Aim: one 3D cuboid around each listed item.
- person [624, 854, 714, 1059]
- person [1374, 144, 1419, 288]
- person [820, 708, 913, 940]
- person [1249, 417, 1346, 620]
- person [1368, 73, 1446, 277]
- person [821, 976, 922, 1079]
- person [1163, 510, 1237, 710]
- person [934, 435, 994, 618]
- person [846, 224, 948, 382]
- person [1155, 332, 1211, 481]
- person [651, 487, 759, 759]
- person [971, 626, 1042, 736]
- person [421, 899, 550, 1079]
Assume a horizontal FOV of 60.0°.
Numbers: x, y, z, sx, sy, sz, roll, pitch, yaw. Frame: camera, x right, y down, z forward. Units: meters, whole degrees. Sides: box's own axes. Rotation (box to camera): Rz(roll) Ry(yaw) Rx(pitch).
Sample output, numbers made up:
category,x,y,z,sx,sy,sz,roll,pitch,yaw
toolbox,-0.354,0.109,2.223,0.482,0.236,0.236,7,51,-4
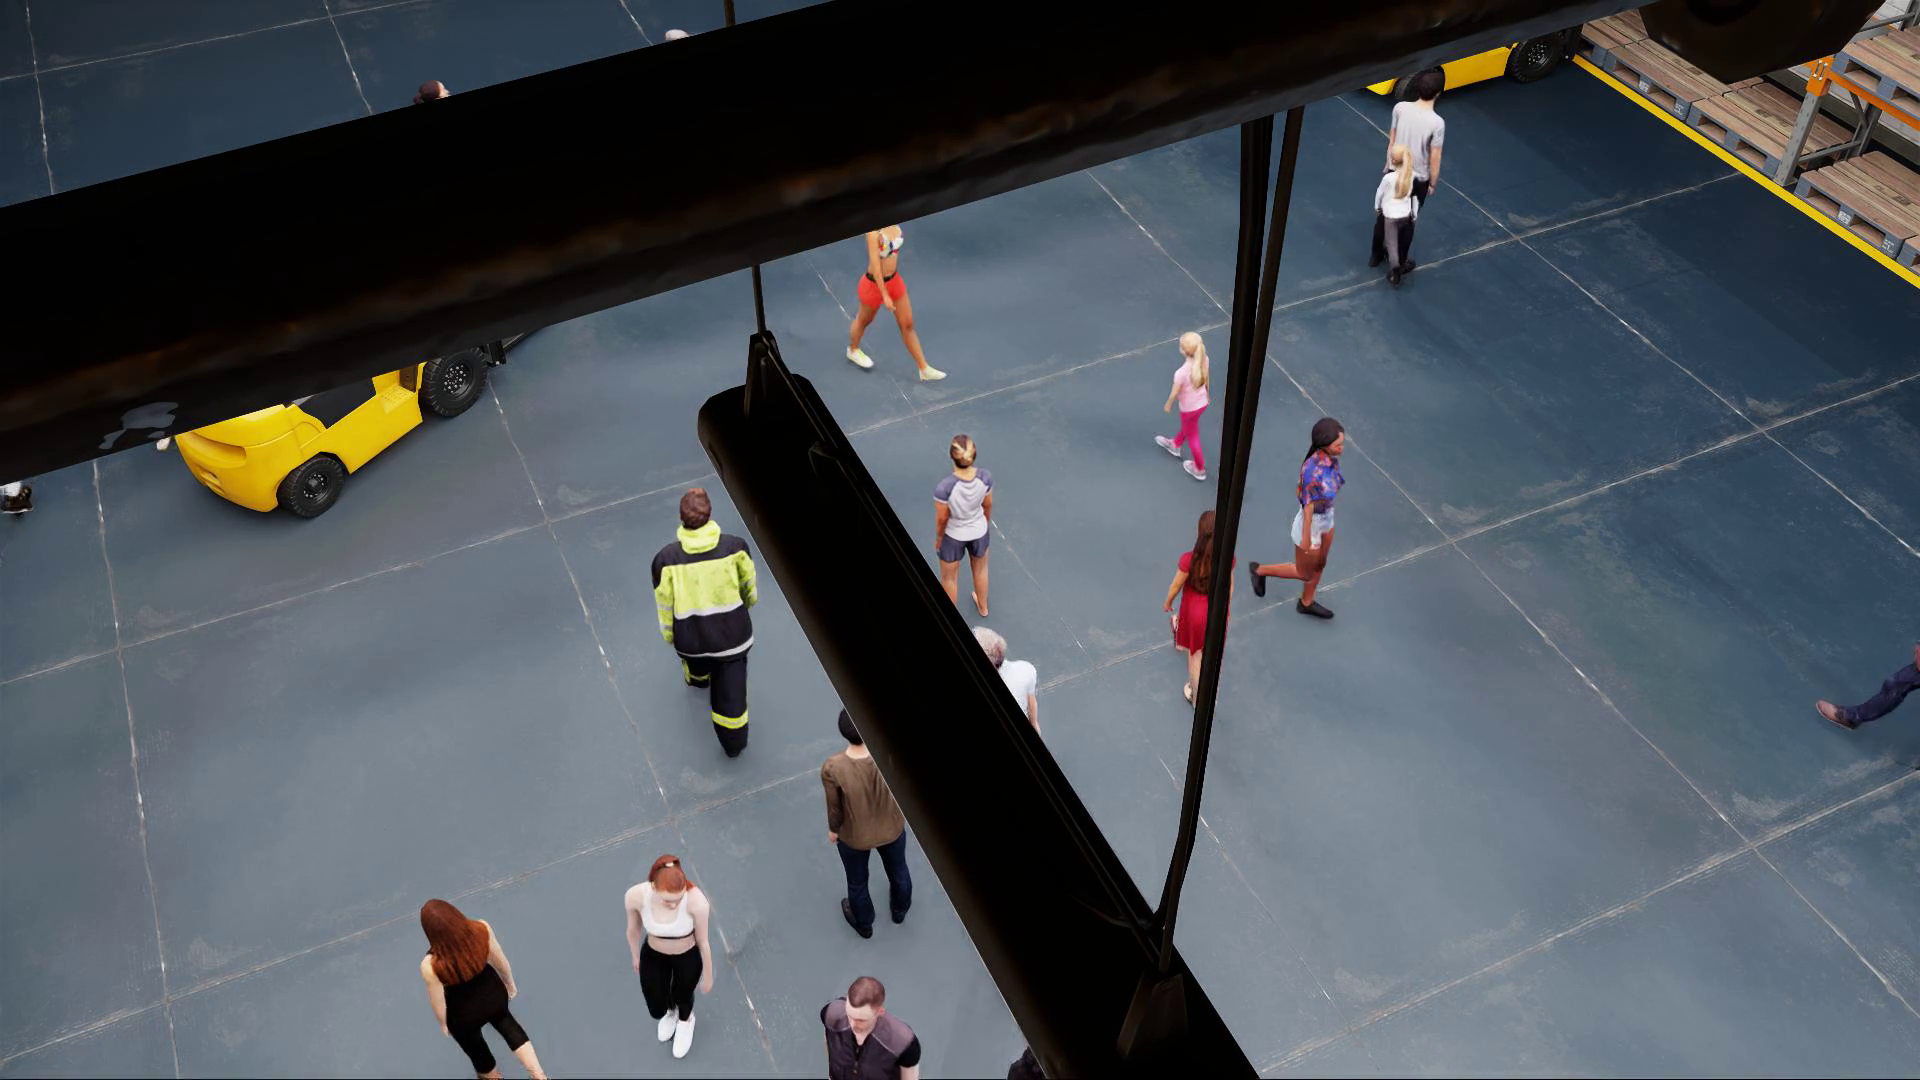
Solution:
category,x,y,z,sx,sy,sz,roll,pitch,yaw
person,-1.464,2.112,8.740,0.725,1.725,0.746,4,44,4
person,3.737,-2.732,14.176,0.603,1.242,0.859,-6,44,-7
person,-0.496,1.564,9.199,0.660,1.886,0.588,-15,46,-15
person,2.274,-0.125,11.081,0.972,1.735,0.847,23,48,22
person,3.793,-3.099,14.110,0.629,1.864,0.788,34,53,30
person,-0.375,2.607,8.172,1.160,1.793,1.196,16,46,16
person,1.554,0.487,10.597,0.672,1.516,1.032,-11,45,-11
person,0.024,-0.056,11.089,0.571,1.625,0.522,-18,46,-18
person,-0.698,-2.010,13.055,1.225,1.741,0.997,24,49,23
person,1.757,-0.966,12.317,0.650,1.249,0.825,-31,52,-28
person,-1.526,0.561,10.216,0.909,1.935,1.209,-11,45,-12
person,0.231,1.244,9.604,0.902,1.791,1.162,-3,44,-3
person,-2.408,2.408,8.436,0.894,1.717,0.743,33,52,30
